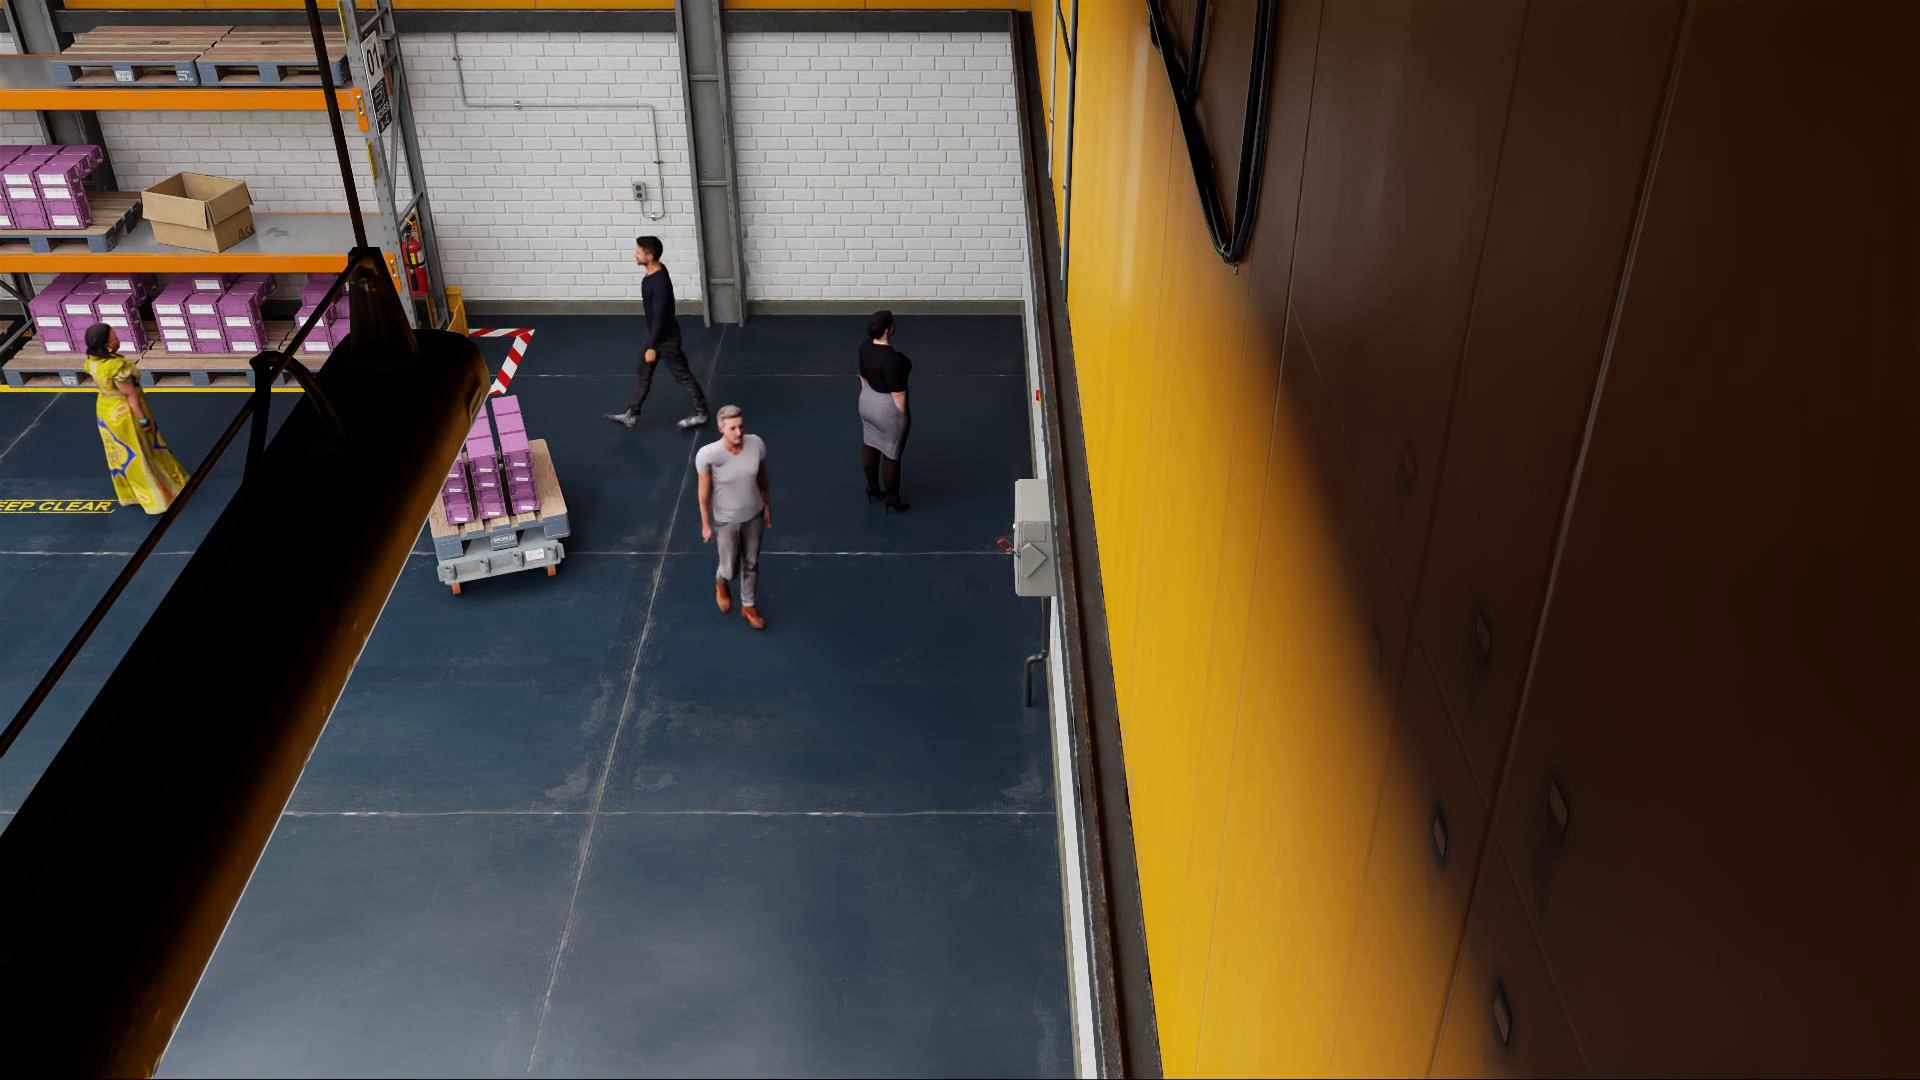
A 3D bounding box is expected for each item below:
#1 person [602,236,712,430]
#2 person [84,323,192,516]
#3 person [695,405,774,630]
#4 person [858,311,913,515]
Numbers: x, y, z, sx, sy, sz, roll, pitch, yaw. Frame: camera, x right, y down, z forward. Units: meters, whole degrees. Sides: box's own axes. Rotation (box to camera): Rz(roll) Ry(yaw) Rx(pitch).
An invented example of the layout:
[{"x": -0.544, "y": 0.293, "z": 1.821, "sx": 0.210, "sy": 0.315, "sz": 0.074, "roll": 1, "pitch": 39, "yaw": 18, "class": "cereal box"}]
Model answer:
[{"x": -2.462, "y": -1.744, "z": 14.360, "sx": 1.250, "sy": 1.823, "sz": 0.910, "roll": -10, "pitch": 35, "yaw": -14, "class": "person"}, {"x": -6.702, "y": -0.984, "z": 13.364, "sx": 0.964, "sy": 1.660, "sz": 1.062, "roll": 21, "pitch": 39, "yaw": 29, "class": "person"}, {"x": -1.657, "y": -0.209, "z": 12.052, "sx": 0.887, "sy": 1.822, "sz": 0.953, "roll": -19, "pitch": 38, "yaw": -27, "class": "person"}, {"x": -0.617, "y": -1.032, "z": 13.346, "sx": 0.819, "sy": 1.760, "sz": 0.775, "roll": -24, "pitch": 41, "yaw": -32, "class": "person"}]
